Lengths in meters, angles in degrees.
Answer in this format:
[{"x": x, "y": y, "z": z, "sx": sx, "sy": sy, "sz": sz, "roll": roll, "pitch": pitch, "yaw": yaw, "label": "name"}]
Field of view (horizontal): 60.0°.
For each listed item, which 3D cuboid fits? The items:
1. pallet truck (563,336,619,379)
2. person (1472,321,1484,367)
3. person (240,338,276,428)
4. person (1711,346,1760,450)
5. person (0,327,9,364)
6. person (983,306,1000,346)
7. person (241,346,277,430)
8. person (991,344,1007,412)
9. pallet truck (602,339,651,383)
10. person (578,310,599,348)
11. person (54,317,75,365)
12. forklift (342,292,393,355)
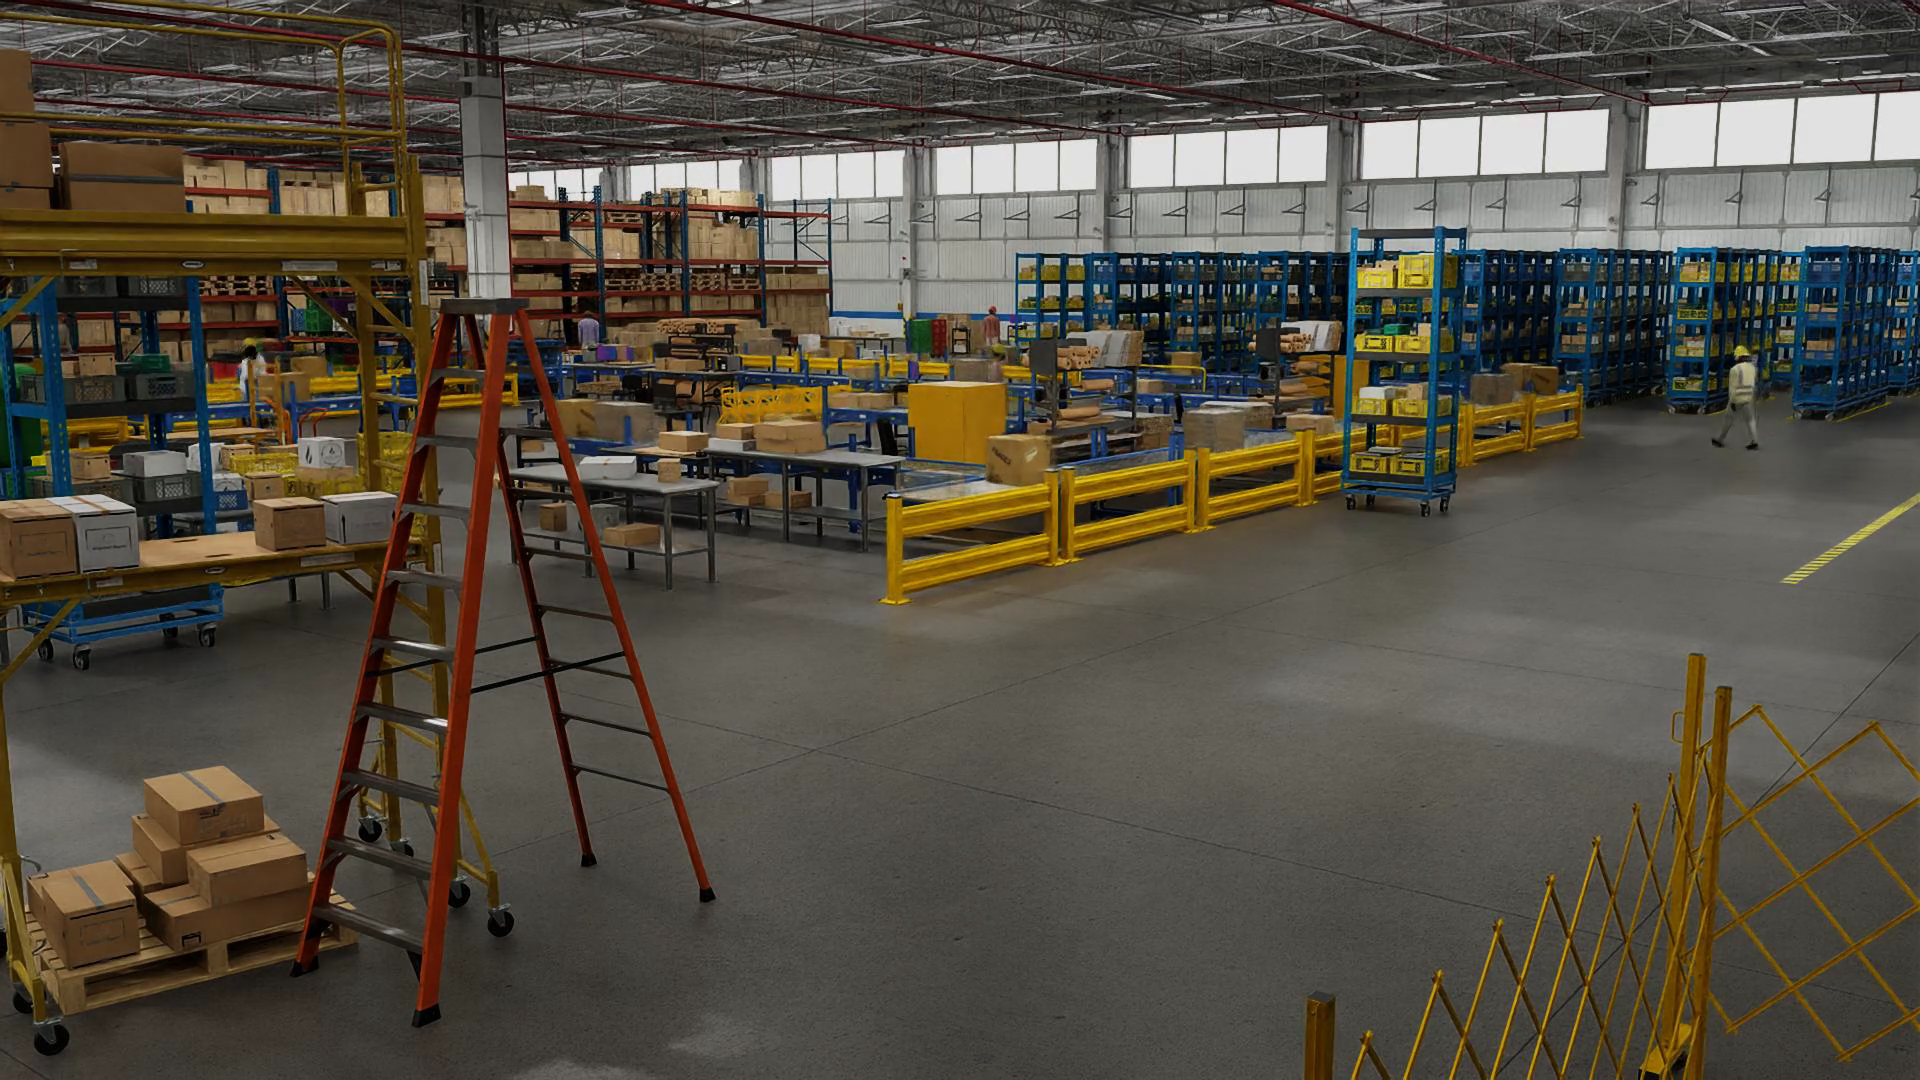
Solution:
[{"x": -10.690, "y": -5.294, "z": 48.215, "sx": 1.601, "sy": 1.201, "sz": 0.680, "roll": -5, "pitch": 10, "yaw": -26, "label": "pallet truck"}, {"x": 14.652, "y": -5.375, "z": 46.843, "sx": 0.592, "sy": 1.825, "sz": 0.468, "roll": -9, "pitch": 13, "yaw": -43, "label": "person"}, {"x": -13.797, "y": -3.051, "z": 32.489, "sx": 0.609, "sy": 1.789, "sz": 0.919, "roll": 7, "pitch": 11, "yaw": 36, "label": "person"}, {"x": 13.496, "y": -2.451, "z": 28.766, "sx": 0.605, "sy": 1.786, "sz": 0.954, "roll": -3, "pitch": 10, "yaw": -19, "label": "person"}, {"x": -28.227, "y": -5.605, "z": 48.929, "sx": 0.640, "sy": 1.617, "sz": 0.521, "roll": 5, "pitch": 10, "yaw": 27, "label": "person"}, {"x": 1.053, "y": -6.630, "z": 54.194, "sx": 0.608, "sy": 1.987, "sz": 0.388, "roll": 5, "pitch": 10, "yaw": 29, "label": "person"}, {"x": -13.288, "y": -2.834, "z": 31.463, "sx": 0.557, "sy": 1.660, "sz": 0.794, "roll": 8, "pitch": 12, "yaw": 40, "label": "person"}, {"x": 0.653, "y": -2.702, "z": 30.373, "sx": 0.434, "sy": 1.751, "sz": 0.544, "roll": 1, "pitch": 9, "yaw": 5, "label": "person"}, {"x": -8.991, "y": -4.871, "z": 45.351, "sx": 0.653, "sy": 1.274, "sz": 1.630, "roll": 7, "pitch": 11, "yaw": 37, "label": "pallet truck"}, {"x": -11.293, "y": -6.030, "z": 50.649, "sx": 0.624, "sy": 1.931, "sz": 0.377, "roll": -1, "pitch": 9, "yaw": -7, "label": "person"}, {"x": -29.706, "y": -6.600, "z": 55.263, "sx": 0.512, "sy": 1.582, "sz": 0.902, "roll": 8, "pitch": 12, "yaw": 40, "label": "person"}, {"x": -16.485, "y": -5.622, "z": 45.120, "sx": 1.129, "sy": 2.768, "sz": 1.873, "roll": 7, "pitch": 11, "yaw": 37, "label": "forklift"}]
